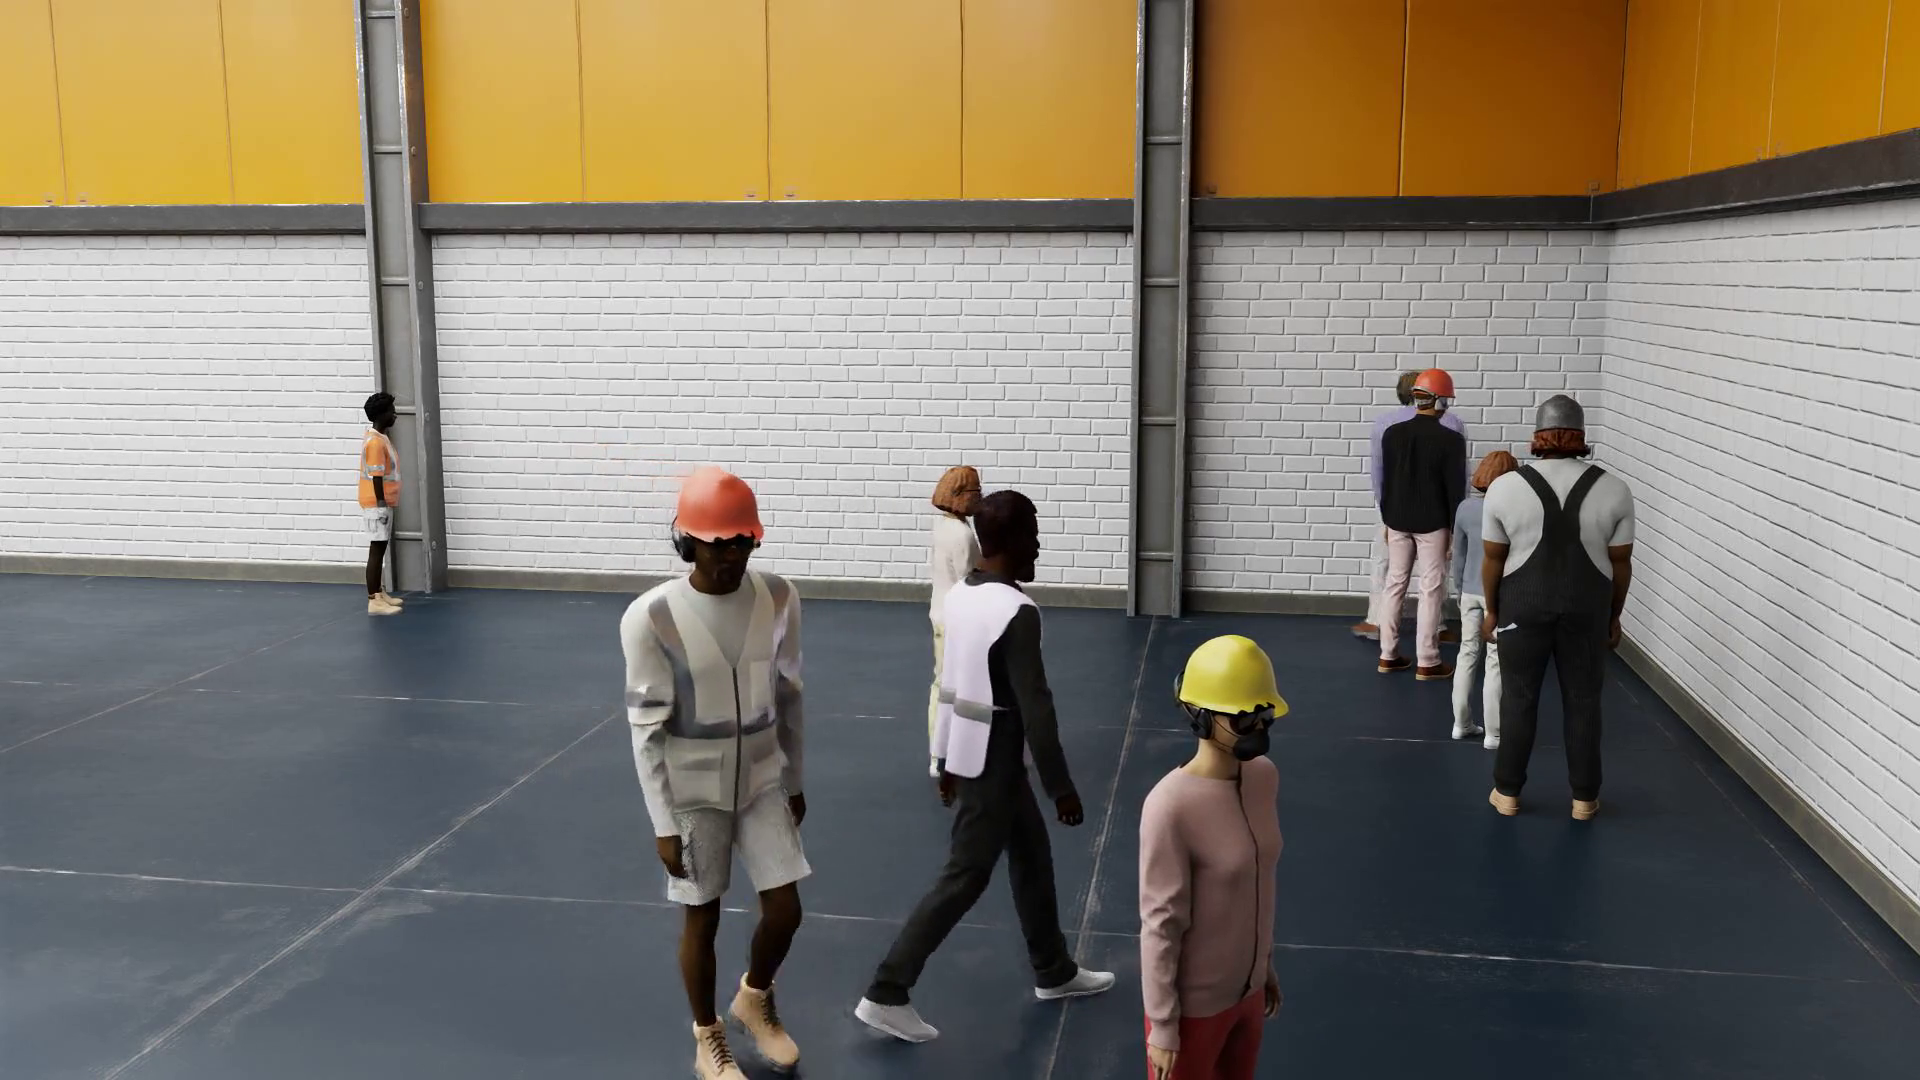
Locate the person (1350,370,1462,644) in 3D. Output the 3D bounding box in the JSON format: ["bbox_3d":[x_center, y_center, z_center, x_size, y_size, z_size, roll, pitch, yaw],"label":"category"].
[{"bbox_3d":[3.141,-0.220,11.620,0.806,1.911,0.428,5,10,27],"label":"person"}]

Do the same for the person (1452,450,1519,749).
[{"bbox_3d":[2.910,0.323,9.109,0.277,1.633,0.507,-5,11,-29],"label":"person"}]

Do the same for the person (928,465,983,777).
[{"bbox_3d":[-0.007,0.435,8.417,0.283,1.634,0.498,-3,10,-17],"label":"person"}]

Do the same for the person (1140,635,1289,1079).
[{"bbox_3d":[0.619,1.090,3.974,0.321,1.767,0.533,8,12,40],"label":"person"}]

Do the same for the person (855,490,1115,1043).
[{"bbox_3d":[0.079,0.761,5.687,0.996,1.876,0.604,-3,10,-17],"label":"person"}]

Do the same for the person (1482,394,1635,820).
[{"bbox_3d":[2.822,0.309,7.941,0.679,2.000,0.537,2,10,14],"label":"person"}]

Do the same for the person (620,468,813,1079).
[{"bbox_3d":[-0.724,0.775,5.131,0.627,2.018,0.485,-6,11,-31],"label":"person"}]

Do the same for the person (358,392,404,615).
[{"bbox_3d":[-4.406,-0.277,12.648,0.321,1.691,0.532,-3,10,-16],"label":"person"}]

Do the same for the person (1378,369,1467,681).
[{"bbox_3d":[2.967,-0.099,10.634,0.402,1.986,0.612,-8,12,-42],"label":"person"}]
